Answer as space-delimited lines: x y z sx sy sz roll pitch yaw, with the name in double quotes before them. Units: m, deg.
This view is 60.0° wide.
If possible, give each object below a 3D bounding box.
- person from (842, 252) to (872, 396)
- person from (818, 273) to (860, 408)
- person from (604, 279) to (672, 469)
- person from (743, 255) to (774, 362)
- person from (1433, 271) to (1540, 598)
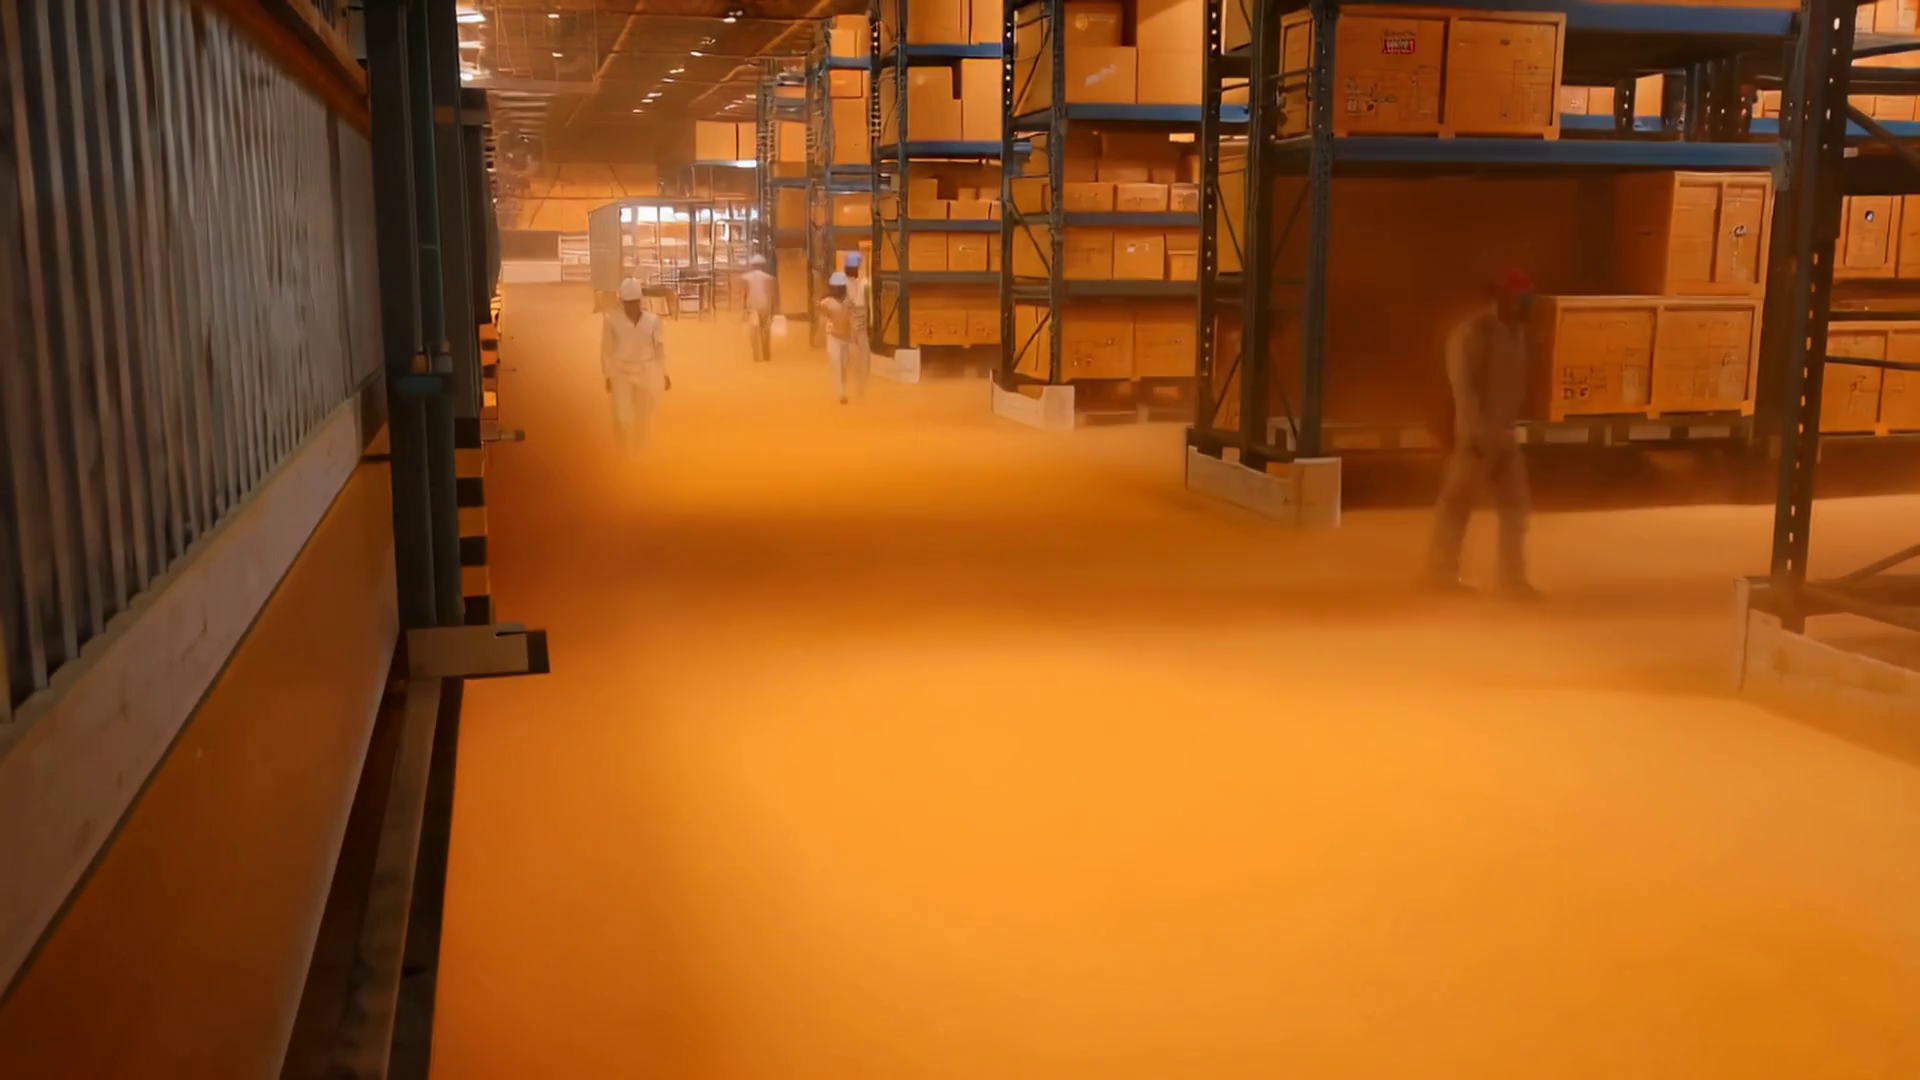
"person" -1.473 -2.913 22.534 0.601 1.940 0.396 -4 11 -24
"person" -1.542 -2.527 21.050 0.493 1.694 0.938 -5 11 -24
"person" -2.925 -1.509 15.181 0.581 1.714 0.808 -4 11 -20
"person" -3.550 -4.075 29.302 0.562 1.875 1.039 0 10 -1
"person" 3.087 -0.584 9.523 0.707 1.874 0.674 9 13 41
